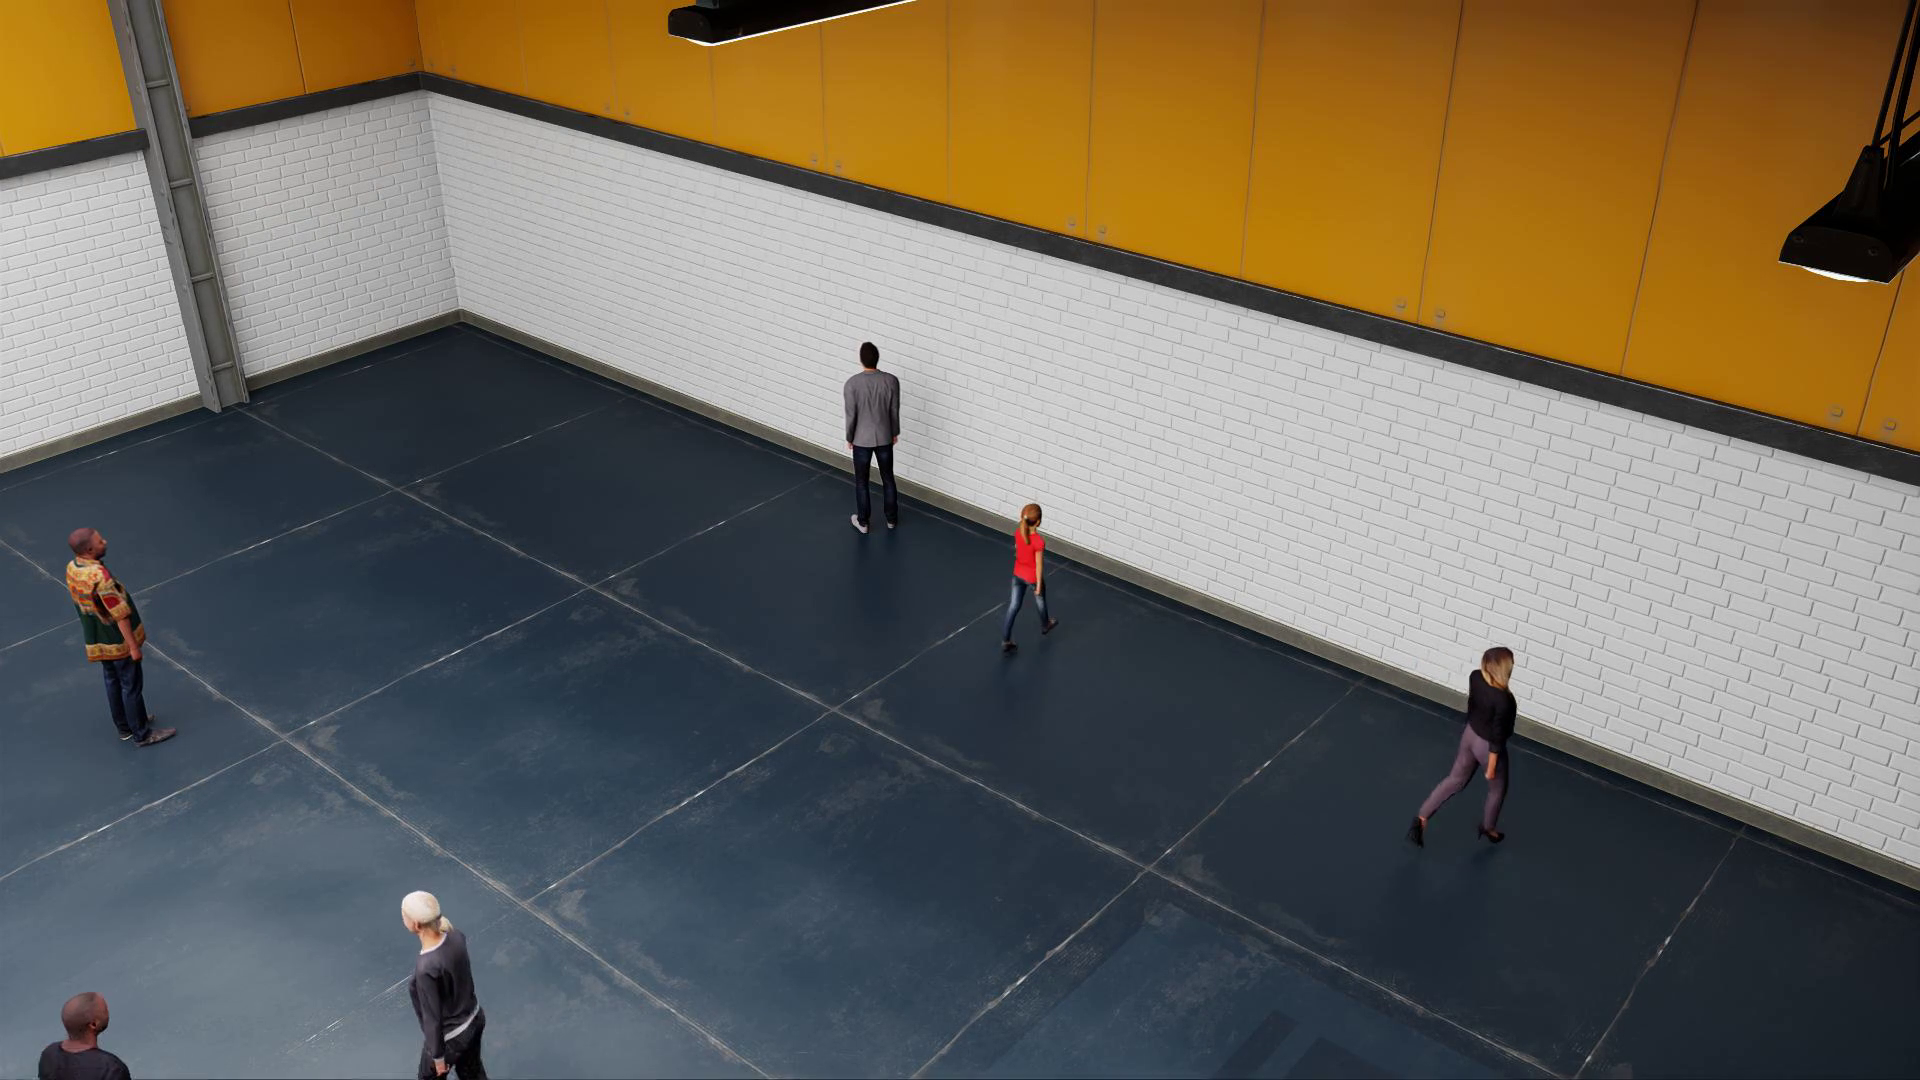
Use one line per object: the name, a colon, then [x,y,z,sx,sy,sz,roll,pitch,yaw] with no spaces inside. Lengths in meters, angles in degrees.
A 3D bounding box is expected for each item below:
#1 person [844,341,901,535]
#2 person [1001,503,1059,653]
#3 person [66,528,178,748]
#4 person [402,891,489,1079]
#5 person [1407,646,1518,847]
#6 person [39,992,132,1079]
person: [-0.805,-0.954,15.394,0.737,1.876,0.843,-8,30,-15]
person: [0.505,0.339,13.649,0.495,1.276,0.906,21,35,34]
person: [-6.323,0.720,12.395,0.696,1.807,0.649,20,35,33]
person: [-2.669,2.637,8.984,0.802,1.709,0.695,5,29,10]
person: [3.442,1.445,11.241,1.106,1.640,0.935,-9,30,-17]
person: [-4.221,3.081,8.126,1.066,1.752,1.355,9,30,17]
